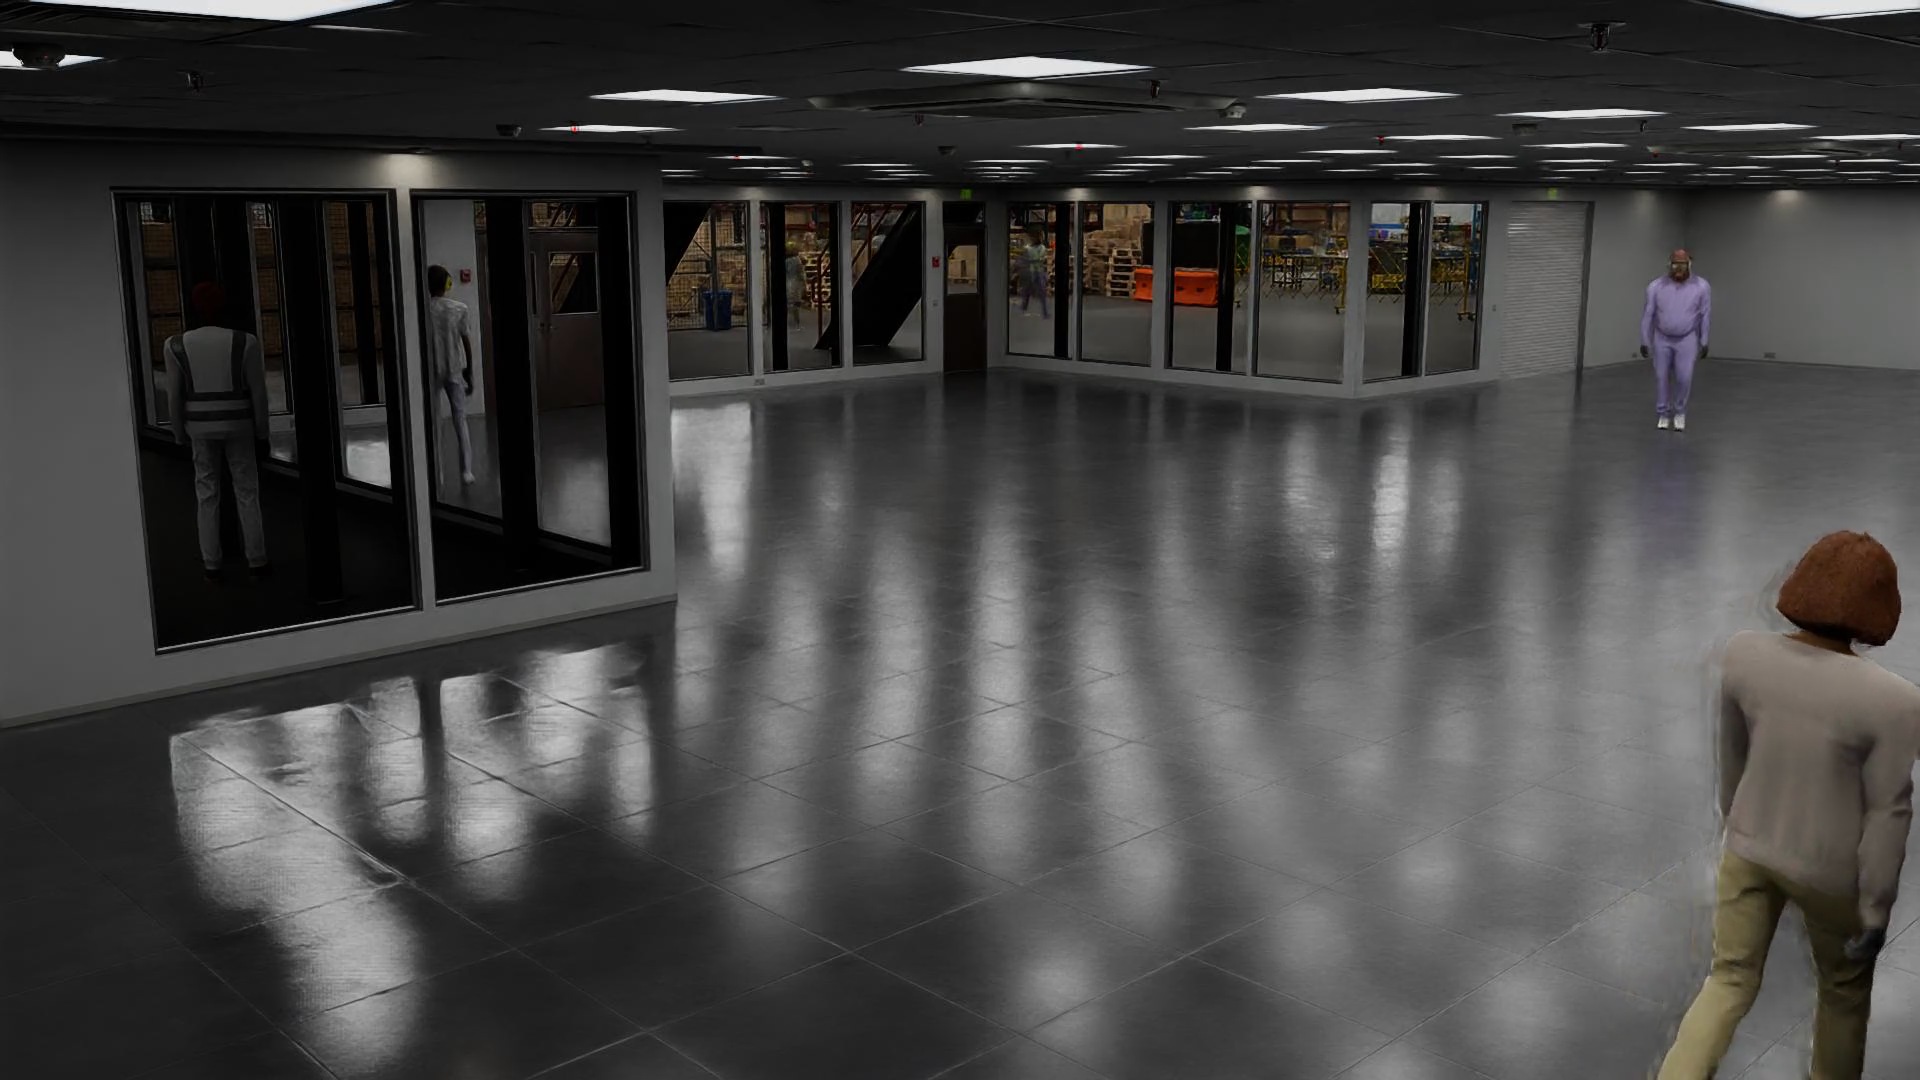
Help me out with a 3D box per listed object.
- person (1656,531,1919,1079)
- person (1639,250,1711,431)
[{"bbox_3d":[1.938,0.767,3.892,0.759,1.603,0.499,-8,14,-35],"label":"person"},{"bbox_3d":[7.461,-2.074,17.397,0.680,1.880,0.754,5,13,26],"label":"person"}]
